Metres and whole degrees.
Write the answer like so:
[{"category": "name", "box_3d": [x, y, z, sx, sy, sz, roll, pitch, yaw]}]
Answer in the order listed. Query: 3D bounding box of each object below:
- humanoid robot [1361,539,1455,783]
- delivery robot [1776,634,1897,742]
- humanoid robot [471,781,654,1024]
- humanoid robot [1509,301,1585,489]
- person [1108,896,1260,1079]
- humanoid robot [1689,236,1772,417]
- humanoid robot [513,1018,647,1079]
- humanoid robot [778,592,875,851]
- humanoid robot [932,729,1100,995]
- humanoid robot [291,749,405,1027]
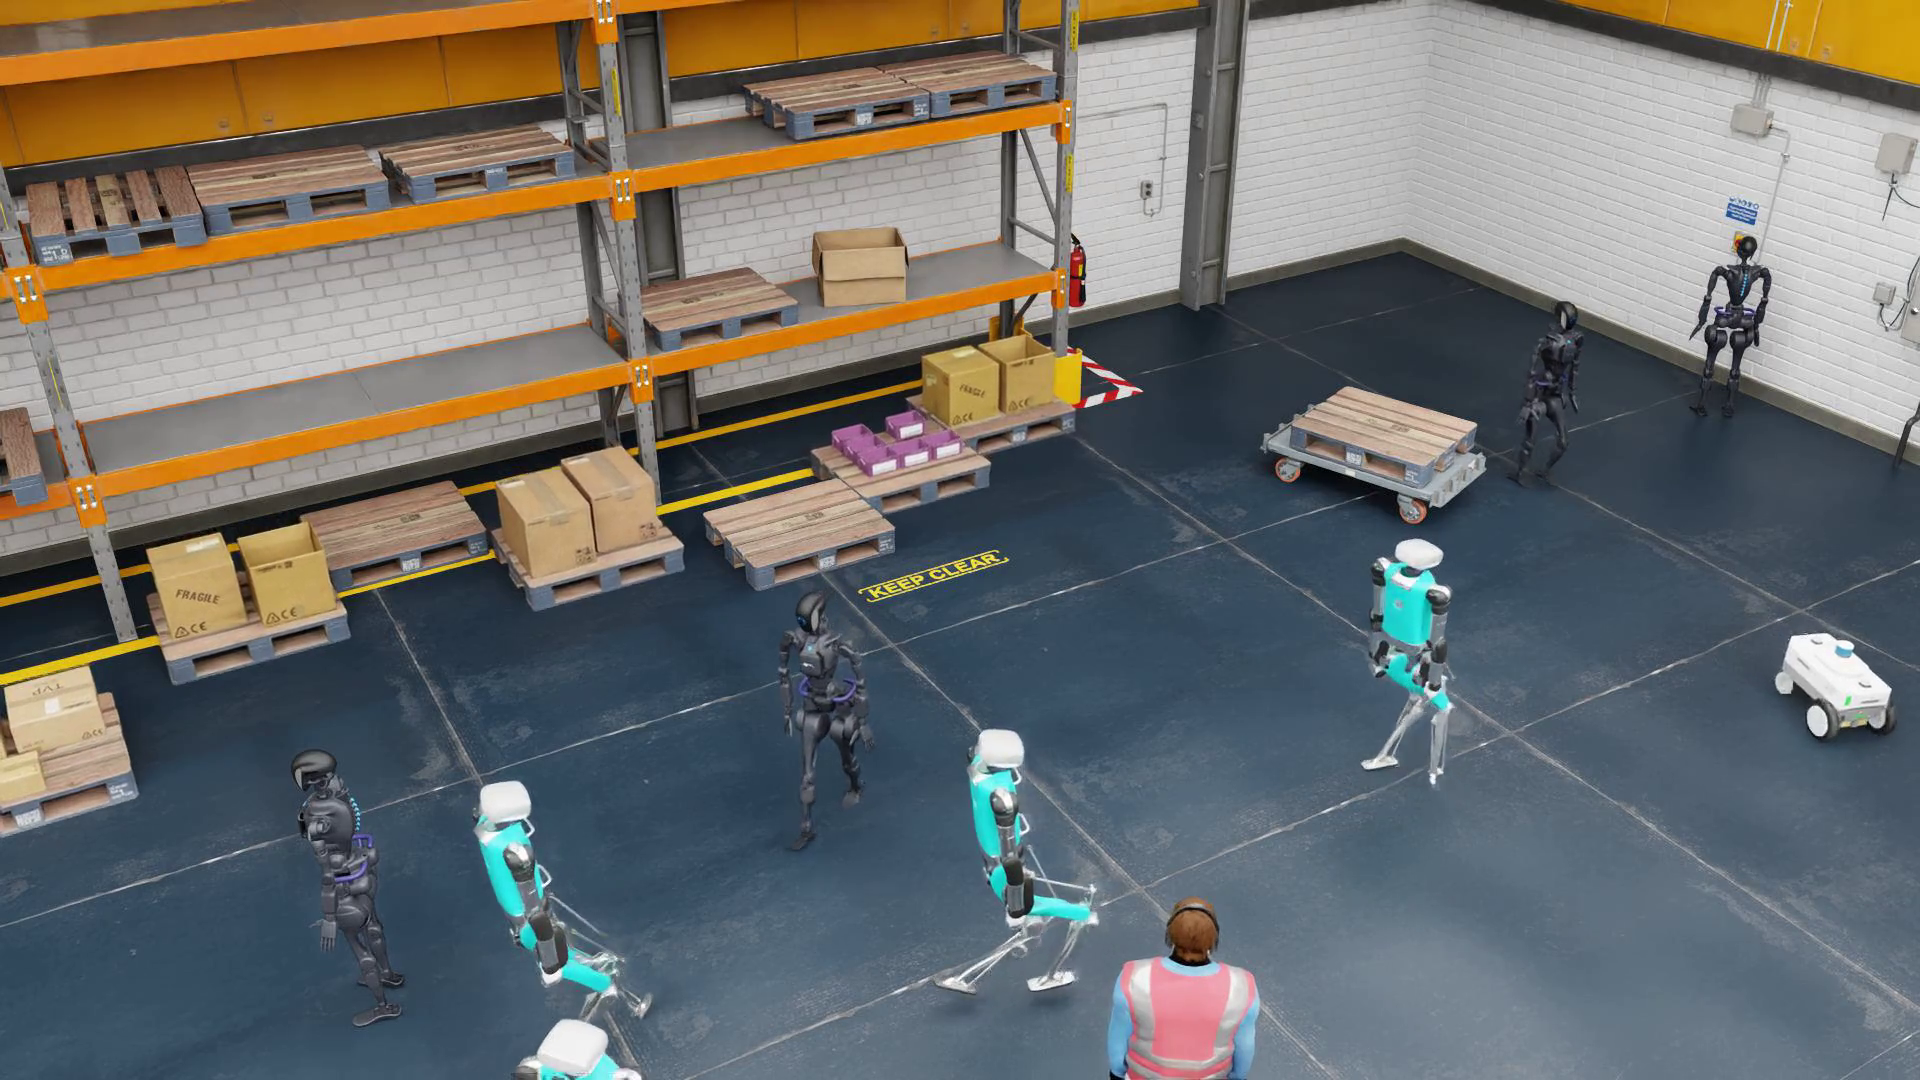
[{"category": "humanoid robot", "box_3d": [2.845, 0.724, 10.202, 0.786, 1.786, 0.544, -23, 37, -34]}, {"category": "delivery robot", "box_3d": [5.793, 0.960, 10.998, 0.499, 0.609, 0.807, -4, 30, -8]}, {"category": "humanoid robot", "box_3d": [-1.861, 1.878, 8.219, 0.860, 1.842, 0.552, -19, 35, -30]}, {"category": "humanoid robot", "box_3d": [4.824, -1.168, 13.616, 0.603, 1.642, 0.458, -15, 33, -24]}, {"category": "person", "box_3d": [0.959, 2.320, 7.286, 0.633, 1.832, 0.430, 2, 30, 4]}, {"category": "humanoid robot", "box_3d": [6.901, -1.919, 14.926, 0.599, 1.657, 0.315, 5, 30, 8]}, {"category": "humanoid robot", "box_3d": [-1.516, 2.838, 6.568, 0.542, 1.882, 0.807, 5, 30, 9]}, {"category": "humanoid robot", "box_3d": [-0.780, 1.025, 9.783, 0.611, 1.625, 0.786, 11, 31, 18]}, {"category": "humanoid robot", "box_3d": [0.353, 1.694, 8.475, 1.004, 1.741, 0.551, -8, 30, -13]}, {"category": "humanoid robot", "box_3d": [-3.116, 1.748, 8.434, 0.315, 1.657, 0.599, -4, 30, -7]}]
